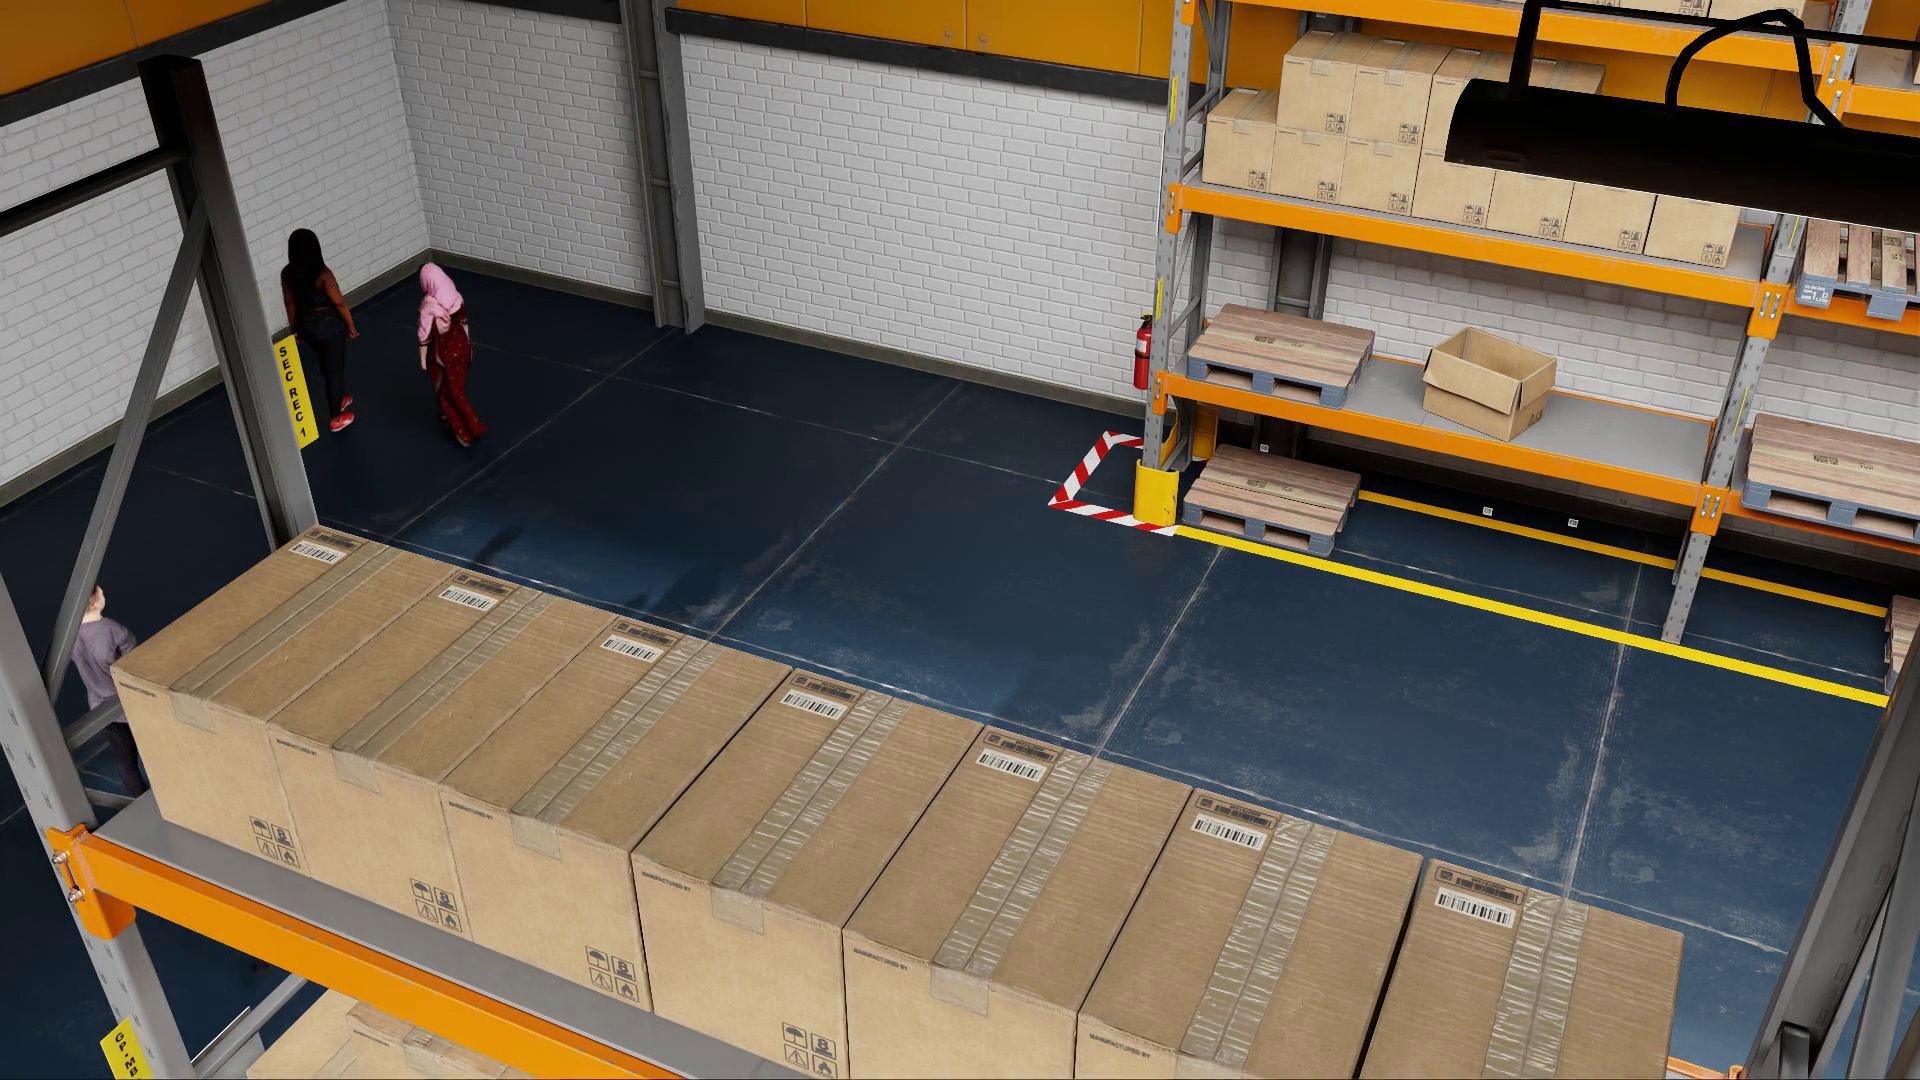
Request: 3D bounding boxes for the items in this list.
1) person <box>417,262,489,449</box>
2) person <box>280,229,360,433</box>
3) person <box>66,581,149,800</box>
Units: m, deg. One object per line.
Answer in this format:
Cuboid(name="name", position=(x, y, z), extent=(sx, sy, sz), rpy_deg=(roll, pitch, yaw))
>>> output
Cuboid(name="person", position=(-4.273, -1.551, 13.975), extent=(0.980, 1.614, 0.757), rpy_deg=(21, 39, 28))
Cuboid(name="person", position=(-5.454, -1.739, 14.088), extent=(0.758, 1.803, 0.813), rpy_deg=(9, 35, 13))
Cuboid(name="person", position=(-5.058, 1.033, 9.957), extent=(0.629, 1.757, 0.778), rpy_deg=(7, 34, 10))
